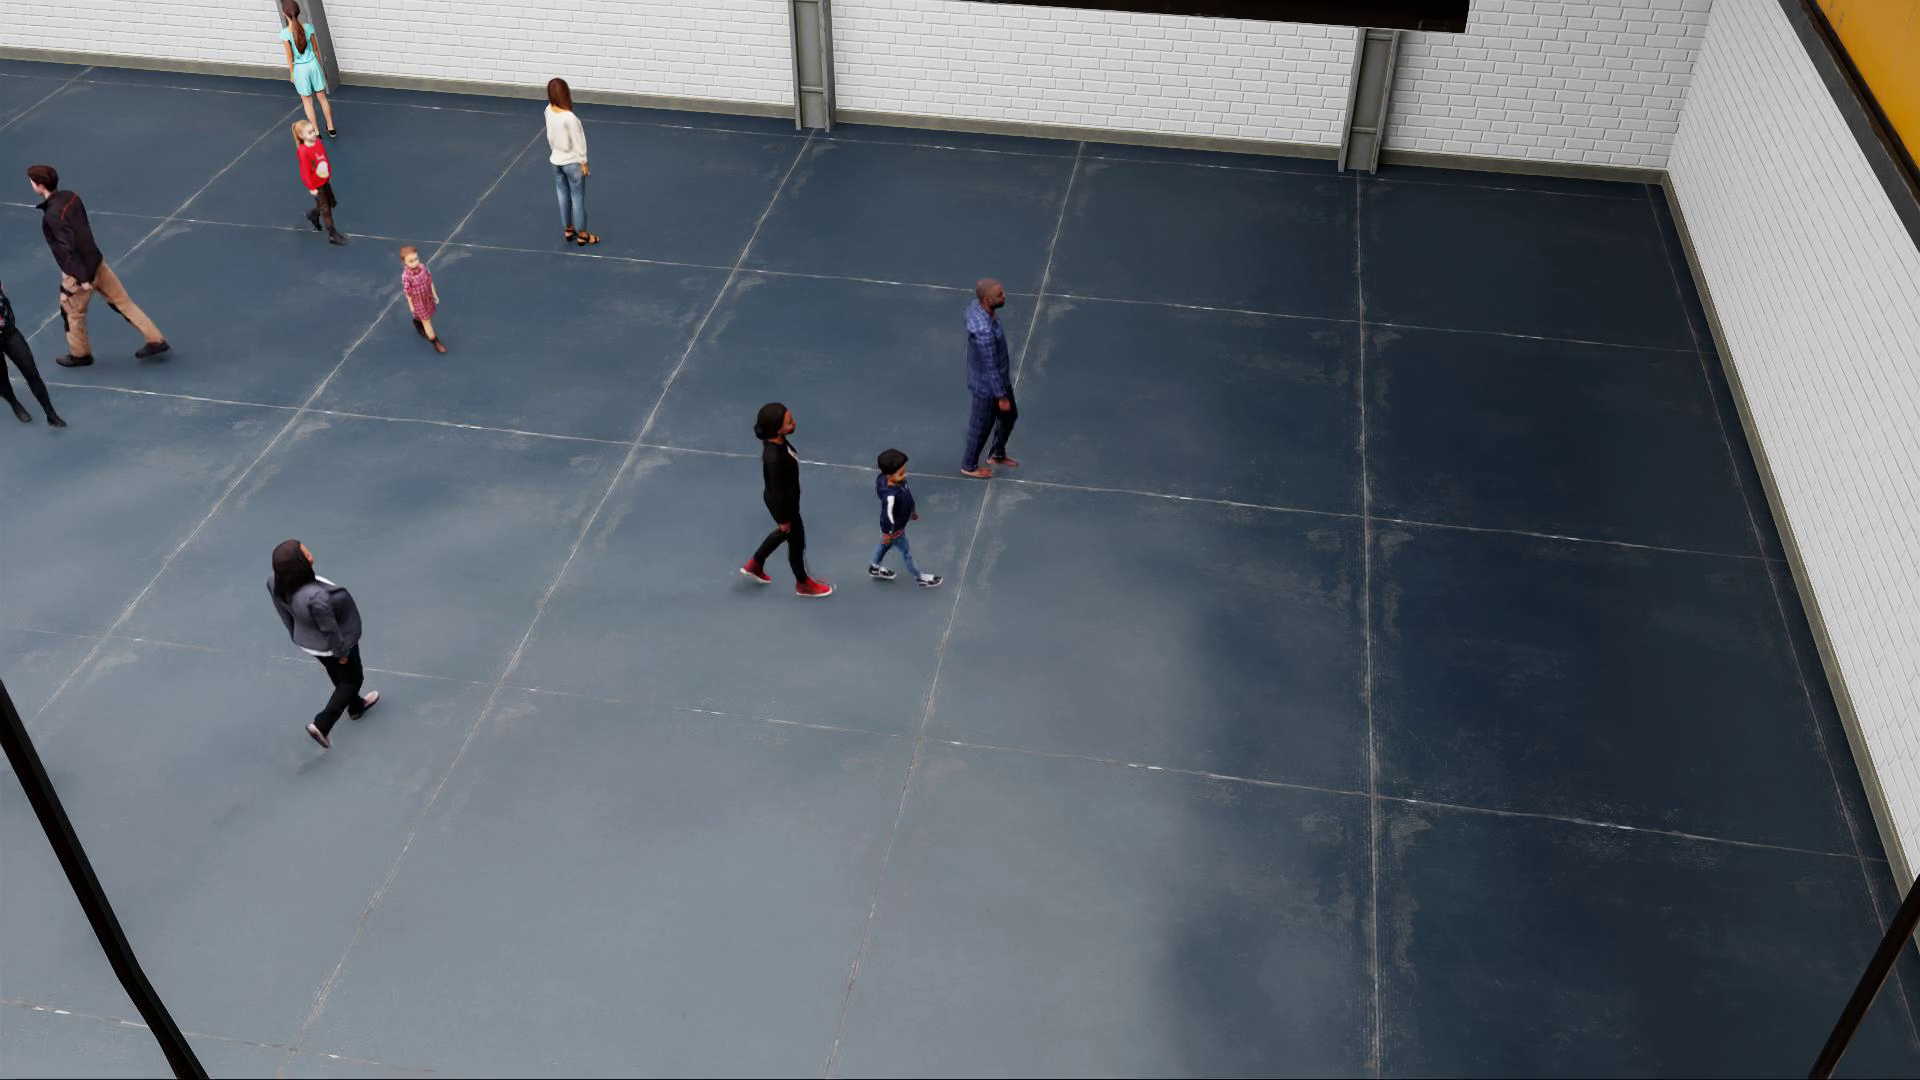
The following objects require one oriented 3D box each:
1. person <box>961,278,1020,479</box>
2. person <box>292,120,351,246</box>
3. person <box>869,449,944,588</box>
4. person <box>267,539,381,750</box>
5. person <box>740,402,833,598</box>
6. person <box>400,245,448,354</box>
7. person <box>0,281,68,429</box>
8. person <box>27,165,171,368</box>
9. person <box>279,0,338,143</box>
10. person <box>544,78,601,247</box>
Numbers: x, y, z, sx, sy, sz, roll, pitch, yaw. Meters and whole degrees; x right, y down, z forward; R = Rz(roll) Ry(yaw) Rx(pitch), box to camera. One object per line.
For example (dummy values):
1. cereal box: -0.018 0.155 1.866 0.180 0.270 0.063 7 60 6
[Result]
1. person: 0.132 -1.235 12.992 0.725 1.810 0.701 2 39 3
2. person: -6.318 -3.504 16.262 0.749 1.274 0.541 11 40 13
3. person: -0.528 -0.156 12.136 0.794 1.191 0.530 7 39 8
4. person: -4.166 0.673 10.785 0.926 1.582 0.914 20 43 24
5. person: -1.317 -0.268 11.896 0.965 1.666 0.746 -3 39 -4
6. person: -4.810 -2.180 14.816 0.759 1.010 0.614 28 46 30
7. person: -7.961 -1.674 13.662 0.984 1.659 0.845 30 47 32
8. person: -7.428 -2.330 14.309 1.245 1.877 0.804 -1 39 -1
9. person: -7.090 -5.102 18.035 0.649 1.558 0.697 -29 47 -32
10. person: -3.809 -3.669 16.144 0.651 1.680 0.765 28 46 30
